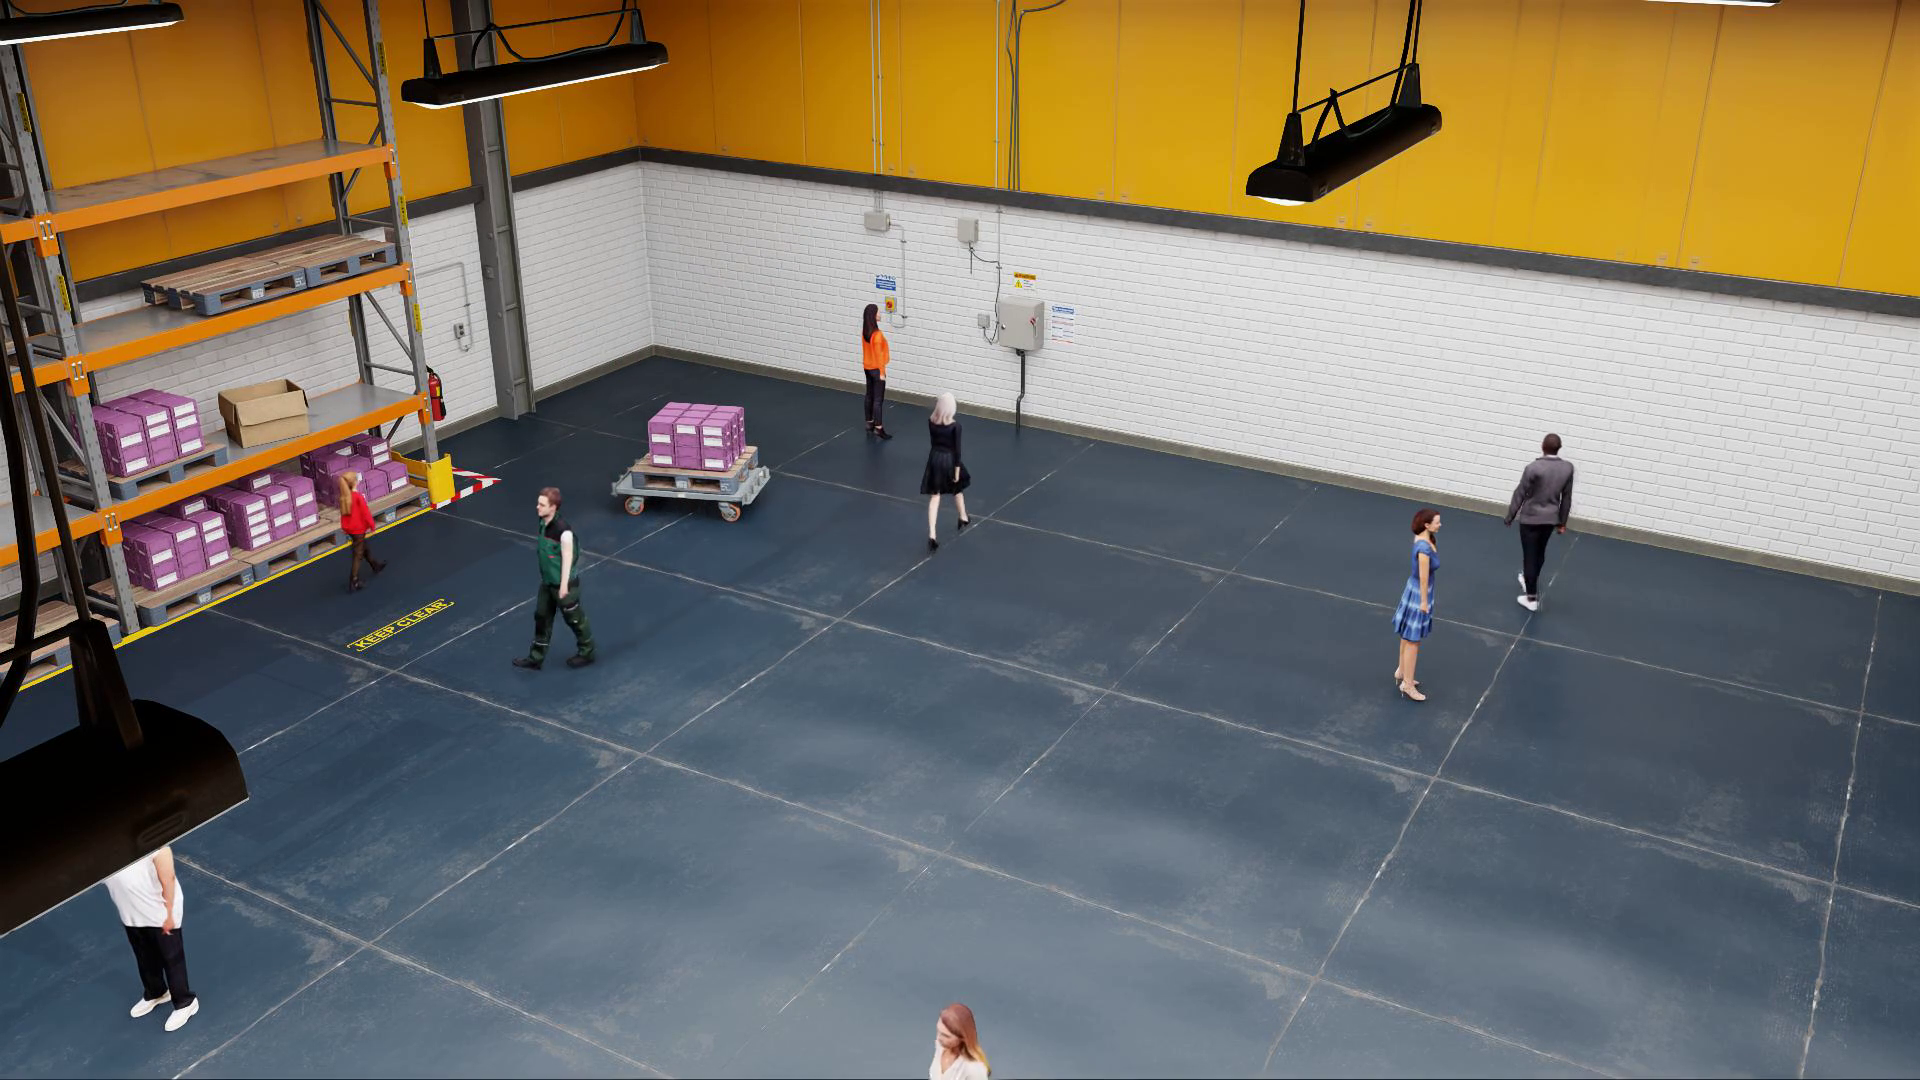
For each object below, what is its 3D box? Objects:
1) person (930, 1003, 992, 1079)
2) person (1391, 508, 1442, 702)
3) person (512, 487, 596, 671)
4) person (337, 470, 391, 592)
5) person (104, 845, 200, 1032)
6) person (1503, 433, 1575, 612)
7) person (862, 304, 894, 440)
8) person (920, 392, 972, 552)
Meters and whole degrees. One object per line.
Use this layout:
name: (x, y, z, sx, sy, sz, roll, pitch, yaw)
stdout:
person: (0.088, 3.165, 9.030, 0.848, 1.680, 0.731, -16, 29, -33)
person: (4.099, 0.554, 14.846, 0.806, 1.806, 0.658, 2, 24, 6)
person: (-3.608, 0.351, 15.304, 1.095, 1.812, 0.891, -18, 29, -35)
person: (-6.209, -0.085, 16.987, 0.516, 1.261, 0.819, 14, 27, 28)
person: (-5.283, 2.387, 10.794, 0.640, 1.692, 0.585, 13, 27, 26)
person: (5.763, -0.166, 16.497, 1.003, 1.801, 1.074, -4, 24, -9)
person: (-1.084, -2.149, 21.100, 0.731, 1.749, 0.708, -11, 26, -24)
person: (-0.208, -0.706, 17.866, 0.636, 1.694, 1.162, 11, 26, 23)
